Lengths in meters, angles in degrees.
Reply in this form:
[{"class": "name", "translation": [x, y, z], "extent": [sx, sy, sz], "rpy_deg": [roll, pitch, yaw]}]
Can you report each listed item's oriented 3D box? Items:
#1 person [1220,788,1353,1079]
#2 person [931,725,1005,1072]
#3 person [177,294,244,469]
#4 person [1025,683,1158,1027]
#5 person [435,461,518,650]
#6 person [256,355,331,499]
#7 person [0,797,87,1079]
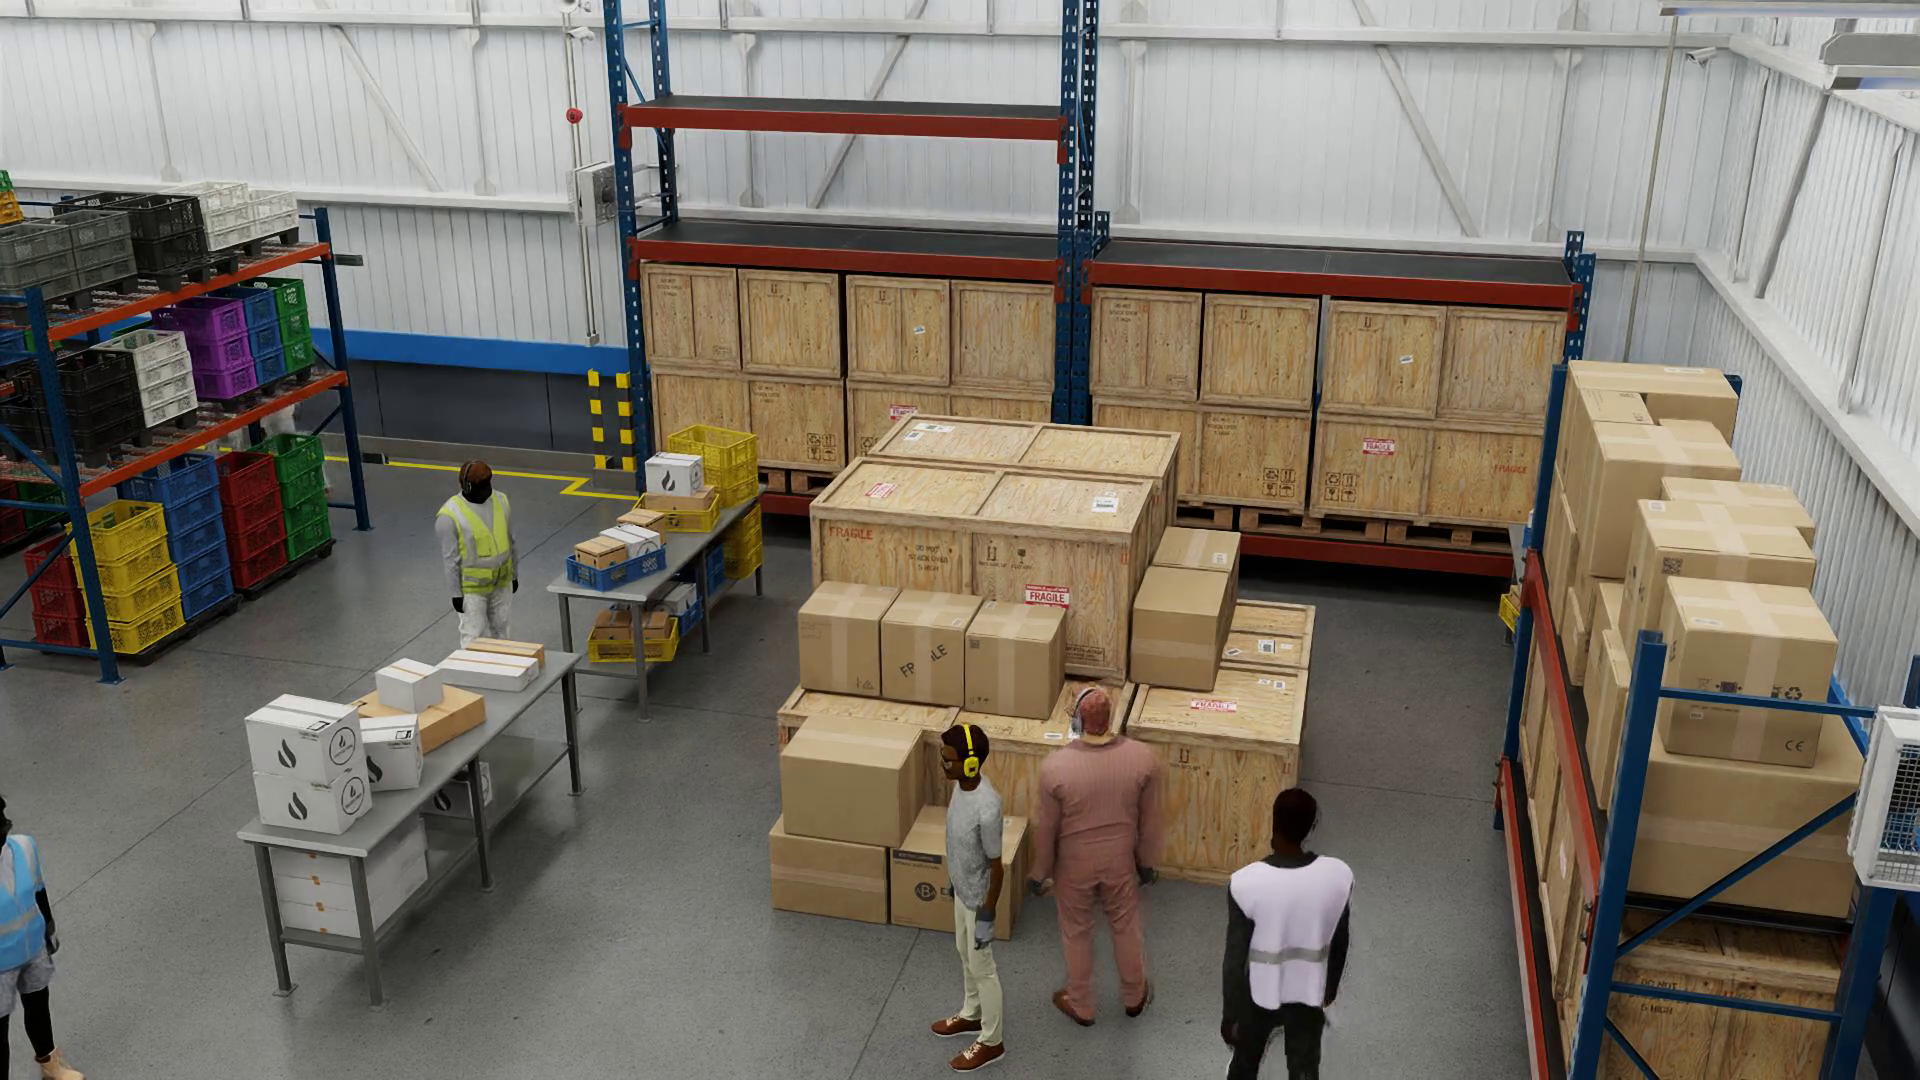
[{"class": "person", "translation": [1.450, 2.024, 7.510], "extent": [0.633, 1.862, 1.029], "rpy_deg": [-2, 21, -6]}, {"class": "person", "translation": [0.052, 1.750, 8.207], "extent": [0.309, 1.868, 0.535], "rpy_deg": [-7, 22, -17]}, {"class": "person", "translation": [-7.642, -1.615, 16.914], "extent": [0.370, 1.940, 0.627], "rpy_deg": [19, 28, 40]}, {"class": "person", "translation": [0.696, 1.613, 8.559], "extent": [0.715, 1.890, 0.403], "rpy_deg": [-6, 22, -15]}, {"class": "person", "translation": [-3.444, 0.300, 12.059], "extent": [0.430, 1.835, 0.619], "rpy_deg": [15, 26, 35]}, {"class": "person", "translation": [-6.640, -1.214, 15.995], "extent": [0.963, 1.830, 0.607], "rpy_deg": [-8, 22, -19]}, {"class": "person", "translation": [-4.528, 1.957, 7.913], "extent": [0.319, 1.694, 0.535], "rpy_deg": [7, 22, 18]}]
